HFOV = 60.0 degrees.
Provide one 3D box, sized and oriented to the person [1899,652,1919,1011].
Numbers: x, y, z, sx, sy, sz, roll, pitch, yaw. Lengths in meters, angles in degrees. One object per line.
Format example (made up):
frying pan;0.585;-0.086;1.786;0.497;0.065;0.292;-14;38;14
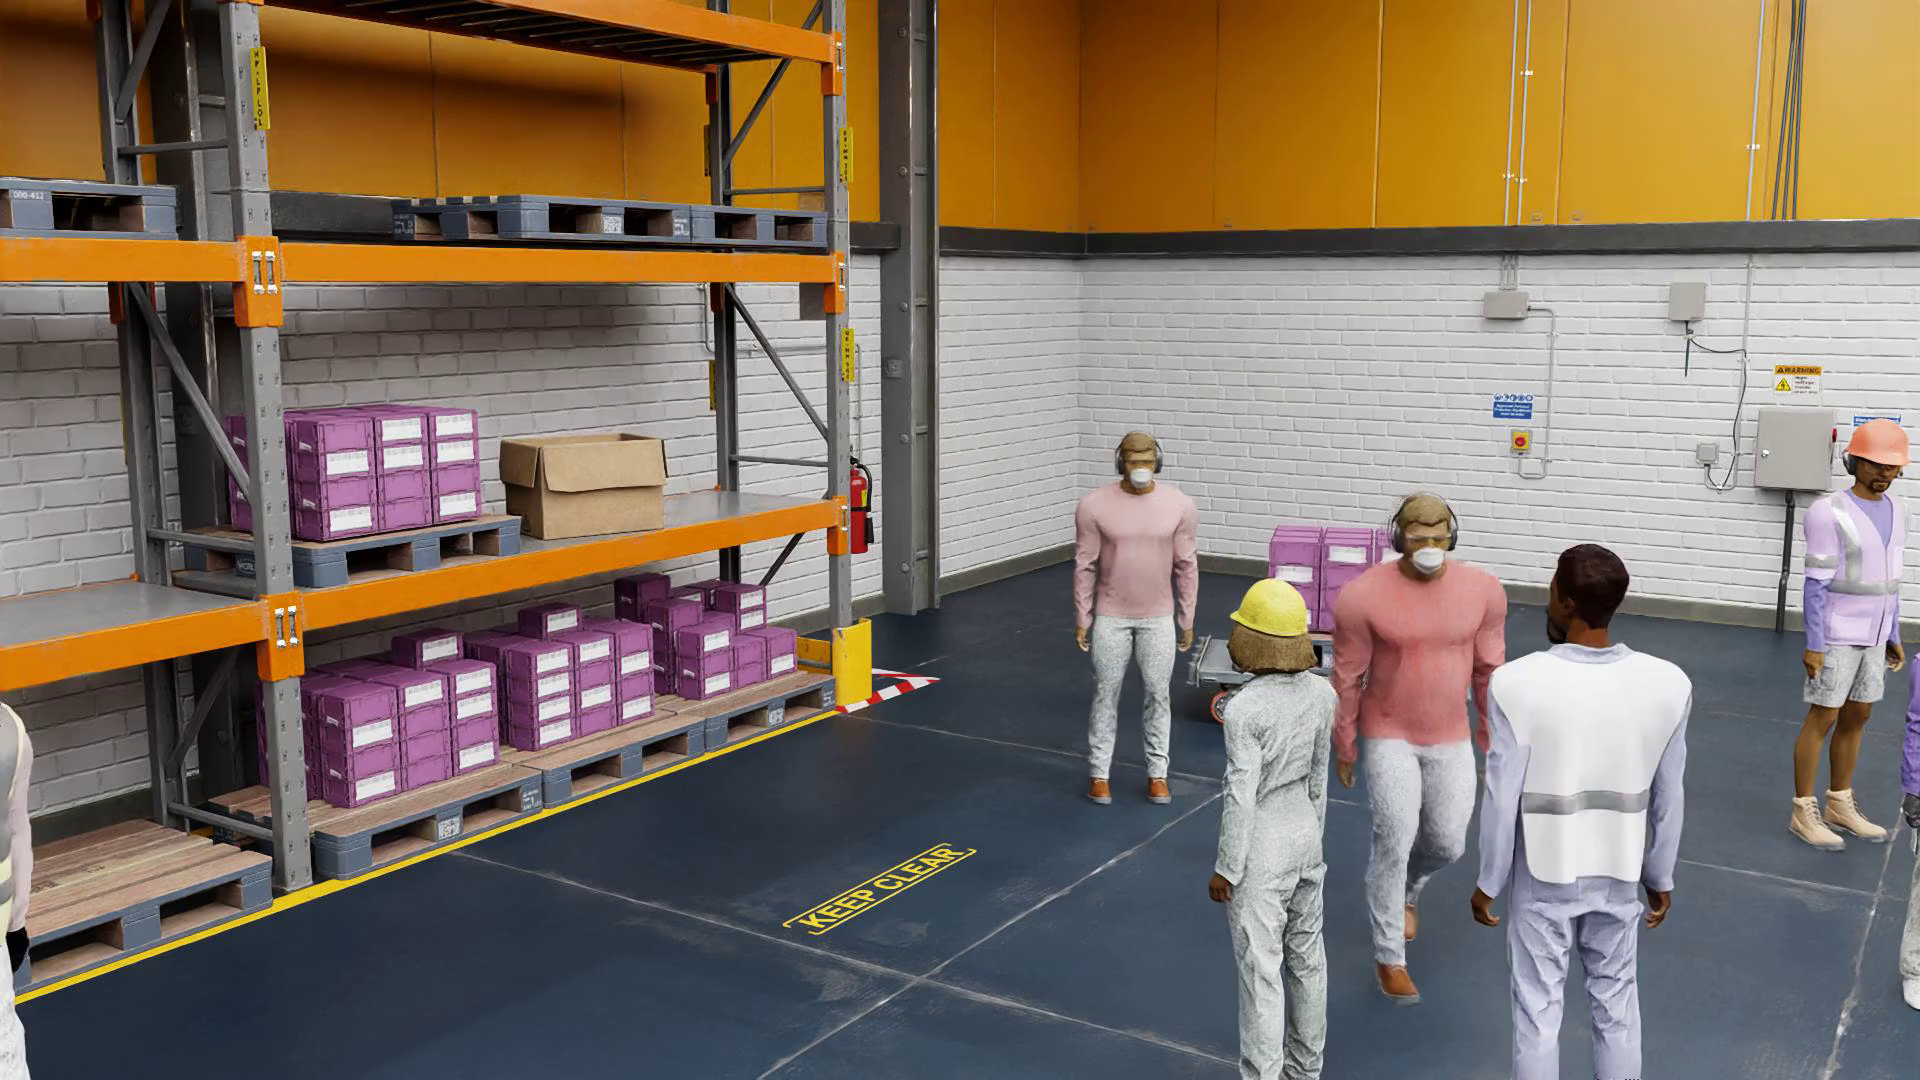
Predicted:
person;3.682;0.926;6.032;0.509;1.629;0.316;2;9;12

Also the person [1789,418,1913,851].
person;4.238;0.442;7.844;0.609;2.040;0.395;-4;9;-23

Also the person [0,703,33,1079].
person;-2.741;1.076;4.369;0.429;1.842;0.629;4;10;23

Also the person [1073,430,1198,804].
person;0.897;0.397;8.510;0.637;1.931;0.369;0;9;2

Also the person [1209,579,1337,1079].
person;0.977;0.983;5.285;0.484;1.746;0.291;-7;11;-40

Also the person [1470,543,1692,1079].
person;1.798;0.972;4.849;0.611;1.928;0.387;0;9;-3

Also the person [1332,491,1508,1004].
person;1.707;0.742;6.313;0.655;1.916;0.621;0;9;-1
